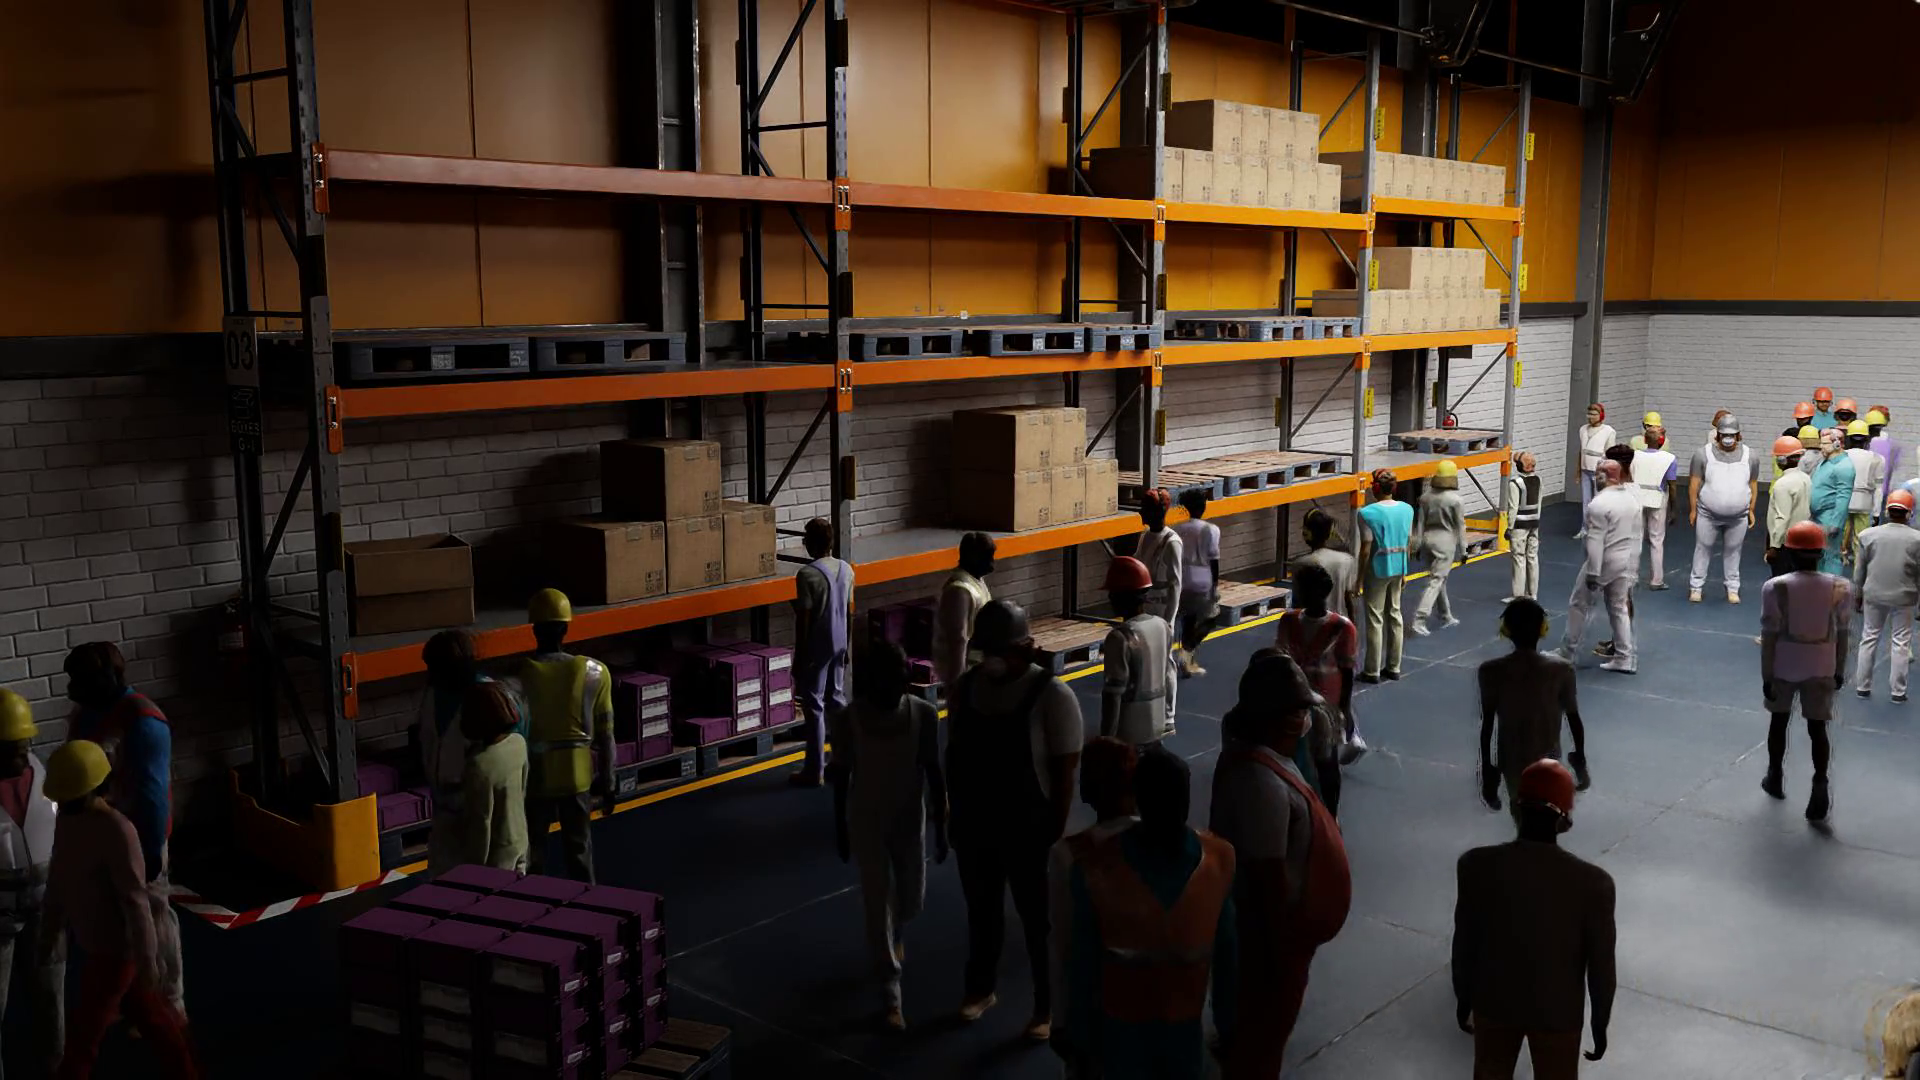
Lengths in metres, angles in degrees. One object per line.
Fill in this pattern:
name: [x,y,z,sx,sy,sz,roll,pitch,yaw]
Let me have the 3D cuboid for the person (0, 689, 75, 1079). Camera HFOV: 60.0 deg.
person: [-3.800,1.487,6.682,0.403,1.826,0.594,6,11,35]

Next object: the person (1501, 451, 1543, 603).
person: [5.990,-0.128,17.695,0.523,1.638,0.310,-6,11,-34]

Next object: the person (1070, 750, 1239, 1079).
person: [0.641,1.603,5.707,0.599,1.898,0.735,-2,9,-14]

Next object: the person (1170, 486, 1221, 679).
person: [1.984,0.378,14.263,0.419,1.680,0.538,-8,12,-43]

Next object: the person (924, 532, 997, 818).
person: [0.028,0.854,10.764,0.445,1.823,0.648,1,9,9]

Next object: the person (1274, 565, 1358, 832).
person: [2.192,0.993,10.293,0.585,1.691,0.322,6,11,36]

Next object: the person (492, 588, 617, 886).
person: [-2.015,1.196,8.287,0.601,1.912,0.427,-4,10,-26]

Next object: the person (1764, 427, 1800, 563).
person: [9.959,-0.520,20.067,0.319,1.691,0.536,0,9,2]

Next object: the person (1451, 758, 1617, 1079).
person: [2.052,1.640,5.961,0.568,1.743,0.349,5,10,30]

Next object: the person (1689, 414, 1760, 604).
person: [8.131,-0.330,17.708,0.687,2.000,0.535,2,9,15]

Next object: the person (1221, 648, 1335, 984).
person: [1.477,1.344,7.817,0.510,1.760,1.047,4,10,25]

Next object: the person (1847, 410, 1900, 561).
person: [10.965,-0.612,20.012,0.598,1.896,0.869,-1,9,-5]

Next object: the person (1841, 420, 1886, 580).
person: [9.794,-0.354,18.261,0.586,1.920,0.397,4,10,26]

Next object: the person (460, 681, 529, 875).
person: [-2.115,1.443,7.582,0.289,1.633,0.499,1,9,8]

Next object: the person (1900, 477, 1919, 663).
person: [8.723,0.114,14.893,0.623,2.030,0.430,2,9,10]

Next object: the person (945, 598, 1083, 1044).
person: [0.188,1.245,7.549,0.689,2.000,0.537,6,11,34]

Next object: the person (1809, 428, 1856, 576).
person: [9.086,-0.220,17.438,0.410,1.906,0.642,1,9,8]

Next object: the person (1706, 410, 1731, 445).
person: [10.662,-1.004,23.354,0.502,1.636,0.280,-5,10,-31]

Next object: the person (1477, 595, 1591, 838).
person: [2.925,1.198,8.624,0.528,1.809,1.015,7,11,37]

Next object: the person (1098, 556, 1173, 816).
person: [0.933,1.046,9.193,0.388,1.930,0.544,7,11,40]

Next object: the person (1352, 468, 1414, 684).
person: [3.613,0.310,14.205,0.566,1.846,0.387,-5,10,-29]

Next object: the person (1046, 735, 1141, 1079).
person: [0.598,1.613,5.800,0.579,1.858,0.816,-5,10,-29]

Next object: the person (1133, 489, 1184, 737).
person: [1.468,0.547,12.559,0.356,1.882,0.574,-3,9,-20]

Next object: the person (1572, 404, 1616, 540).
person: [8.398,-0.888,21.965,0.386,1.837,0.564,-4,10,-23]

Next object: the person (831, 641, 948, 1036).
person: [-0.347,1.322,7.818,0.536,1.813,0.755,-2,9,-11]

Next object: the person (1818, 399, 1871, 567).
person: [10.594,-0.687,20.049,0.613,2.033,0.411,5,10,29]

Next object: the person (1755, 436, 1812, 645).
person: [7.747,0.017,15.622,0.614,1.990,0.392,-8,12,-42]

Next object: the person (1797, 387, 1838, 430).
person: [11.760,-1.098,22.805,0.609,1.995,0.378,1,9,7]

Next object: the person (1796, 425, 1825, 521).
person: [10.005,-0.487,19.705,0.485,1.739,0.321,-6,10,-33]

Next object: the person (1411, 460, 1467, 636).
person: [4.668,0.069,16.225,0.894,1.702,0.499,-7,11,-38]

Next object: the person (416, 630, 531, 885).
person: [-2.380,1.305,7.984,0.629,1.783,0.924,5,10,29]

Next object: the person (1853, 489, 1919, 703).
person: [7.618,0.453,13.607,0.567,1.743,0.350,8,12,41]

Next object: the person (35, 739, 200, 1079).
person: [-3.372,1.586,6.426,0.584,1.698,0.901,8,12,43]

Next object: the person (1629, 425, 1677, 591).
person: [7.657,-0.352,18.485,0.569,1.840,0.374,8,12,42]

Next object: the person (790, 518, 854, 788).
person: [-0.936,0.761,11.343,0.349,1.836,0.517,7,11,39]

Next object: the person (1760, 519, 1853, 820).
person: [5.450,0.822,10.739,0.547,1.906,0.900,3,9,17]

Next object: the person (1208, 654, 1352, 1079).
person: [1.216,1.433,6.338,0.535,2.000,0.694,0,9,2]

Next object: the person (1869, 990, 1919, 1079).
person: [2.027,1.903,3.738,0.634,1.904,0.643,7,11,38]

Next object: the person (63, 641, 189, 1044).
person: [-3.812,1.353,7.545,0.633,1.835,0.432,6,11,34]

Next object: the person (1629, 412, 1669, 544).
person: [8.918,-0.786,21.555,0.525,1.760,0.341,0,9,2]

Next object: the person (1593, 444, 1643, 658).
person: [6.021,0.101,15.174,0.368,1.963,0.609,5,10,31]

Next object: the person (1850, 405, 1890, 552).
person: [11.482,-0.751,20.932,0.355,1.882,0.577,0,9,-1]

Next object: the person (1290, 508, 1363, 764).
person: [2.561,0.706,11.660,0.569,1.849,0.540,-4,10,-25]

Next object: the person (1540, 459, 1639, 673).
person: [5.598,0.218,14.708,0.658,1.868,0.884,-7,11,-37]
